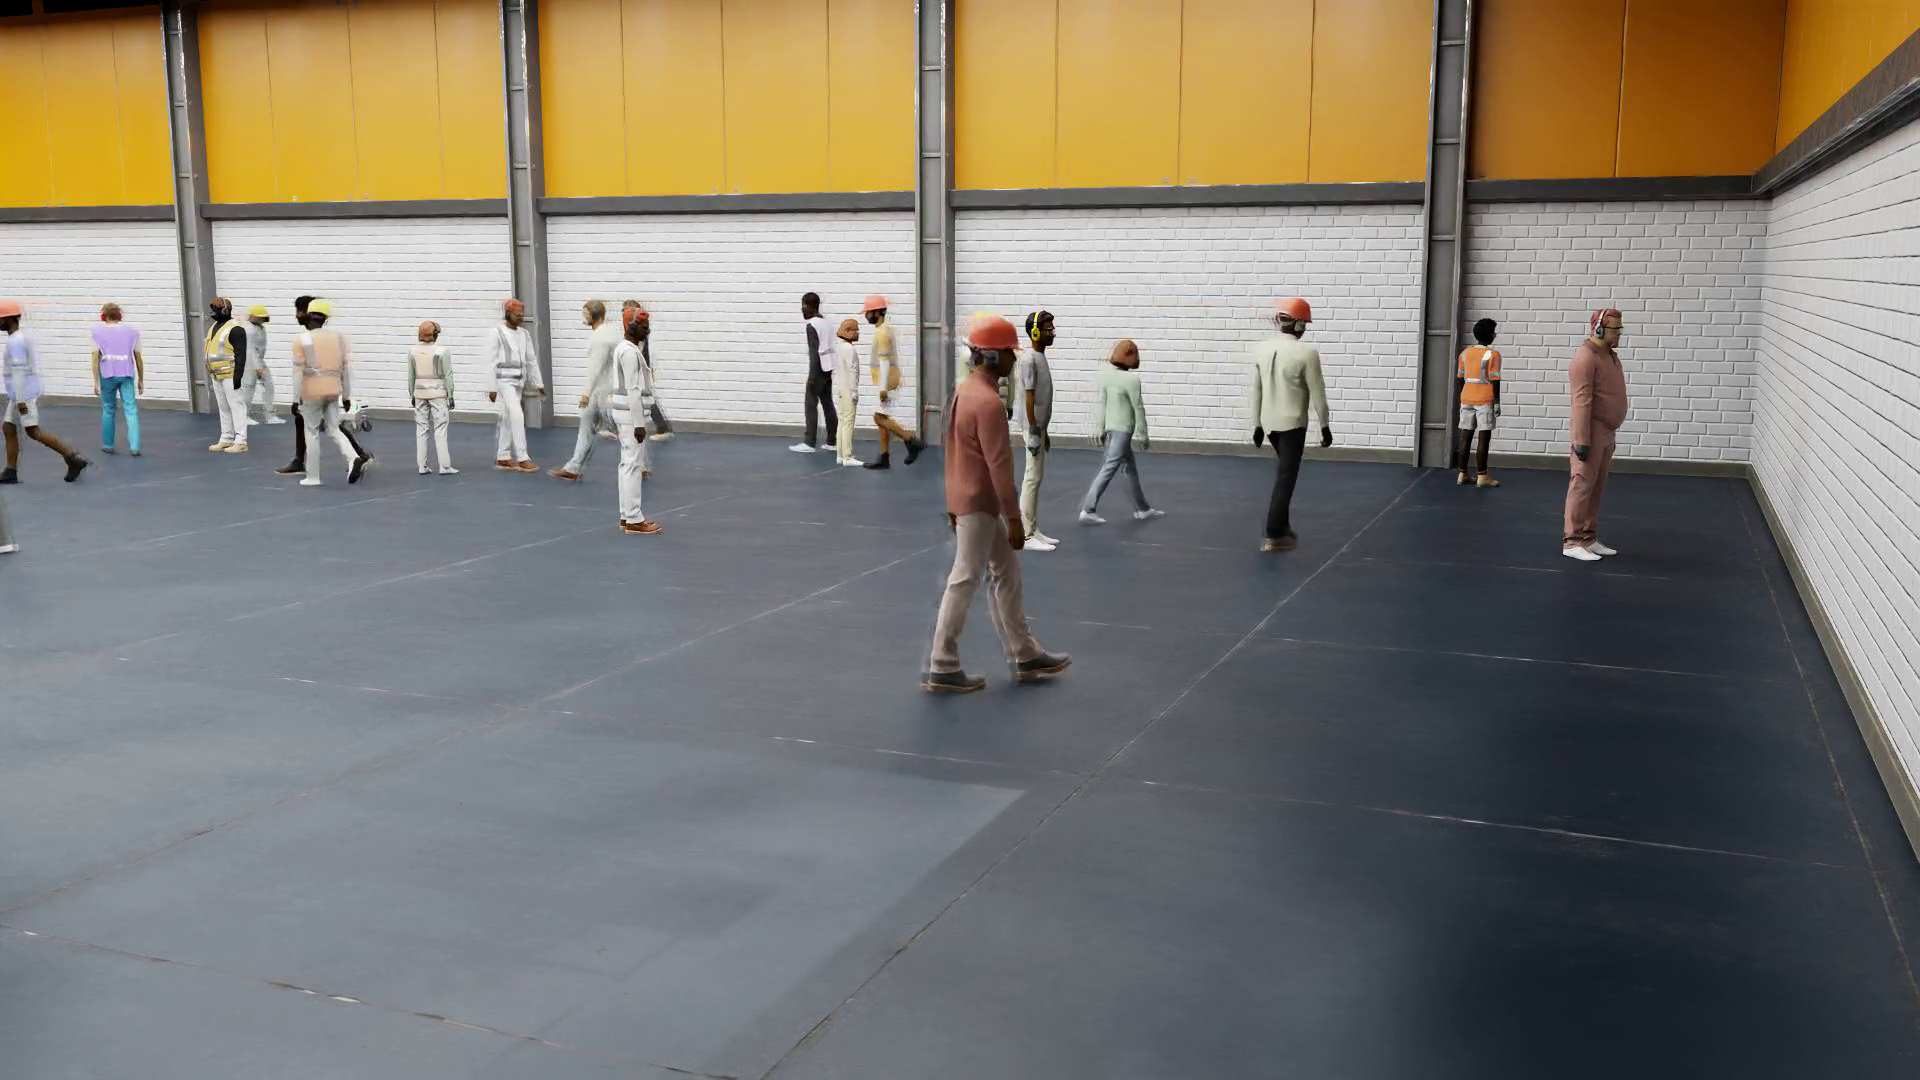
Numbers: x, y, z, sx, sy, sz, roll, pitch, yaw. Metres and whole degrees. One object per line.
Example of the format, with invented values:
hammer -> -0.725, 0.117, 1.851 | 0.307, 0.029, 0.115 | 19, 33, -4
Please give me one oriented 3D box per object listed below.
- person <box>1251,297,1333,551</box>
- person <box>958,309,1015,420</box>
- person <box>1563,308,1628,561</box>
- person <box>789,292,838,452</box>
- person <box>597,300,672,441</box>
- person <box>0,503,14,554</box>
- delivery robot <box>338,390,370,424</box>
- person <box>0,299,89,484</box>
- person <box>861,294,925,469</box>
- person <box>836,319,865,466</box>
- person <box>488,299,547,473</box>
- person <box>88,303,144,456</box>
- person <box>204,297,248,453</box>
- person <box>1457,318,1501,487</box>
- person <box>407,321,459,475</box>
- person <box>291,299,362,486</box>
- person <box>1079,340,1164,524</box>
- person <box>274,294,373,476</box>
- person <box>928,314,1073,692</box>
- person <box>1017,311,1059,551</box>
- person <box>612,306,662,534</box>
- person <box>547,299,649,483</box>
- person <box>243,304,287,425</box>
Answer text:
person -> 2.625, -0.905, 13.026 | 0.666, 1.964, 0.623 | -6, 11, -31
person -> 0.274, -1.350, 16.259 | 0.594, 1.804, 0.878 | -2, 10, -14
person -> 4.828, -0.794, 12.594 | 0.402, 1.903, 0.643 | 7, 12, 38
person -> -1.742, -1.982, 19.881 | 0.572, 1.873, 0.673 | 2, 10, 14
person -> -4.102, -2.130, 20.997 | 0.993, 1.795, 0.526 | 1, 9, 6
person -> -7.610, -0.784, 12.532 | 0.777, 1.894, 0.618 | -6, 11, -31
delivery robot -> -8.256, -1.755, 22.186 | 0.707, 0.478, 0.477 | 2, 10, 11
person -> -9.441, -1.501, 16.899 | 0.904, 1.901, 0.544 | -5, 10, -25
person -> -0.761, -1.707, 18.046 | 0.632, 1.919, 0.560 | -1, 9, -4
person -> -1.234, -1.646, 18.544 | 0.265, 1.632, 0.508 | -3, 10, -19
person -> -4.747, -1.655, 17.910 | 0.795, 1.853, 0.606 | 4, 10, 23
person -> -9.879, -1.880, 19.523 | 0.583, 1.787, 0.919 | -8, 12, -40
person -> -8.747, -1.959, 19.815 | 0.621, 1.845, 0.429 | 7, 12, 38
person -> 5.239, -1.381, 16.745 | 0.316, 1.696, 0.541 | -5, 11, -27
person -> -5.609, -1.502, 17.662 | 0.523, 1.636, 0.310 | 2, 10, 13
person -> -6.355, -1.465, 16.671 | 0.739, 1.894, 0.627 | 6, 11, 34
person -> 1.402, -0.928, 14.359 | 0.883, 1.587, 0.511 | -4, 10, -24
person -> -6.774, -1.641, 17.643 | 0.954, 1.928, 0.604 | -5, 11, -28
person -> 0.245, -0.177, 8.637 | 0.920, 1.955, 0.662 | -1, 9, -9
person -> 0.620, -0.853, 13.043 | 0.329, 1.867, 0.509 | 2, 10, 10
person -> -2.703, -0.990, 13.815 | 0.355, 1.884, 0.573 | -3, 10, -18
person -> -3.667, -1.498, 16.894 | 1.027, 1.884, 0.650 | -3, 10, -16
person -> -9.734, -2.431, 23.099 | 0.728, 1.686, 0.519 | 0, 9, 2
